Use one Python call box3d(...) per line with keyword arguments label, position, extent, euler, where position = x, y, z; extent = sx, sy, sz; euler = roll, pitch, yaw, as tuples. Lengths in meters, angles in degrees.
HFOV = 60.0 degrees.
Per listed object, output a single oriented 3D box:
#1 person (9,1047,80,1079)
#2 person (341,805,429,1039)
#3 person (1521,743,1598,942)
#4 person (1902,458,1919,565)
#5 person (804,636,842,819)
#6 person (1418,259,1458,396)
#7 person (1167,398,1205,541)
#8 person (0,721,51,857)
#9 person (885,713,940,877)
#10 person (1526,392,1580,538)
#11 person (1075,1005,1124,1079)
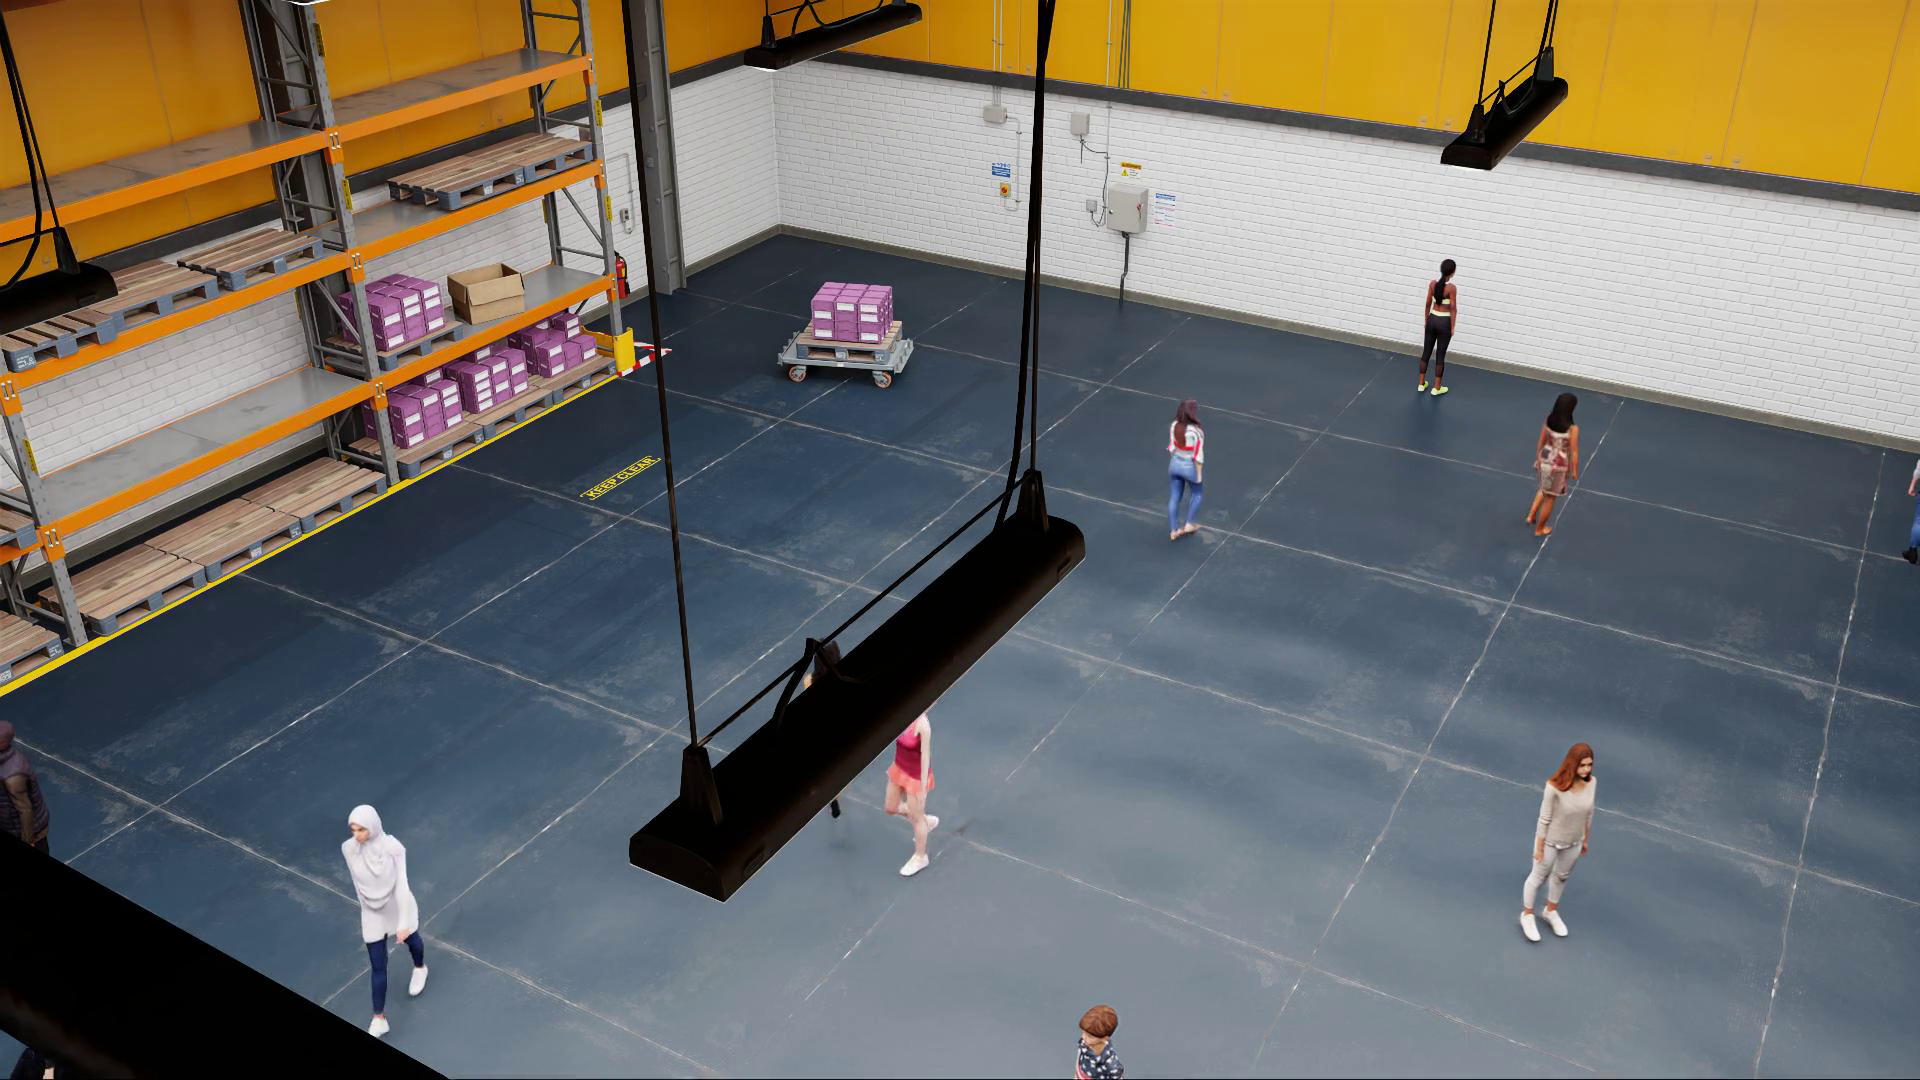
box3d(label="person", position=(-5.517, 3.163, 10.343), extent=(0.648, 1.734, 0.751), euler=(23, 36, 35))
box3d(label="person", position=(-3.914, 2.513, 11.533), extent=(0.936, 1.735, 1.169), euler=(1, 29, 3))
box3d(label="person", position=(4.392, 2.174, 12.182), extent=(0.655, 1.709, 0.714), euler=(-7, 29, -13))
box3d(label="person", position=(10.099, -0.490, 17.151), extent=(0.686, 1.628, 0.630), euler=(7, 29, 12))
box3d(label="person", position=(-1.043, 1.541, 13.421), extent=(0.885, 1.634, 0.948), euler=(-7, 29, -12))
box3d(label="person", position=(6.063, -2.704, 21.076), extent=(0.602, 1.755, 0.569), euler=(23, 36, 36))
box3d(label="person", position=(2.338, -0.726, 17.606), extent=(0.653, 1.606, 0.670), euler=(21, 35, 33))
box3d(label="person", position=(-6.852, 2.092, 12.201), extent=(0.711, 1.834, 0.764), euler=(-21, 35, -34))
box3d(label="person", position=(-0.301, 1.786, 12.859), extent=(0.793, 1.742, 0.680), euler=(-23, 36, -35))
box3d(label="person", position=(6.255, -0.775, 17.664), extent=(0.804, 1.637, 0.777), euler=(-14, 32, -24))
box3d(label="person", position=(0.831, 3.418, 10.183), extent=(0.581, 1.439, 0.584), euler=(-20, 34, -32))
